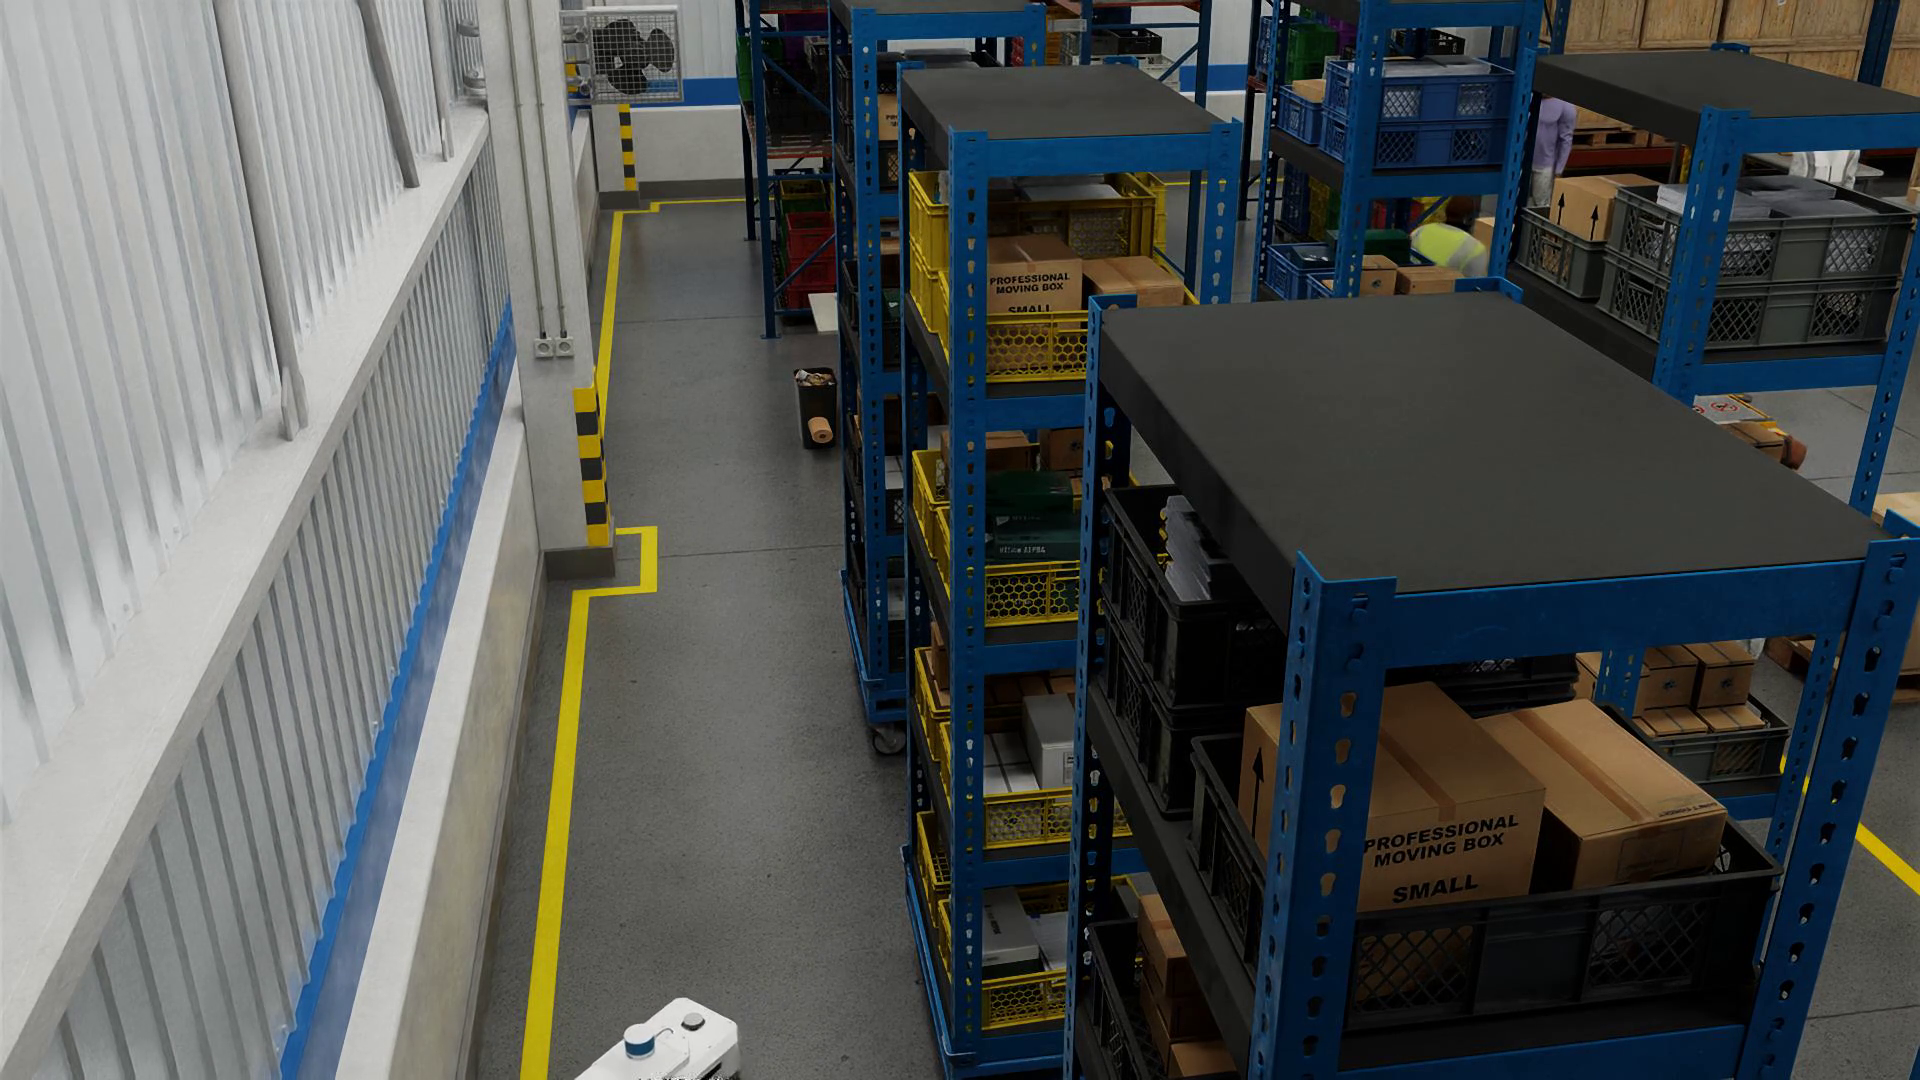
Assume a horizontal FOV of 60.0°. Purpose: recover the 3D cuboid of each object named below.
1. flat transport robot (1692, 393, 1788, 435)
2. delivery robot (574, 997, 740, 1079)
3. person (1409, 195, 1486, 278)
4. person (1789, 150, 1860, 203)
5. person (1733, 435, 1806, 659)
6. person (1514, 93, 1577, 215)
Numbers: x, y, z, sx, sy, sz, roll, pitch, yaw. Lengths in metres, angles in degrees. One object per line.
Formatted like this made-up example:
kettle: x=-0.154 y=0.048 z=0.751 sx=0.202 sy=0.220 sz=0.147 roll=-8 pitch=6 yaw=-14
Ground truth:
flat transport robot: x=5.224 y=-0.859 z=12.132 sx=1.431 sy=0.197 sz=0.652 roll=-4 pitch=25 yaw=-8
delivery robot: x=-1.085 y=1.885 z=5.723 sx=0.477 sy=0.478 sz=0.707 roll=16 pitch=29 yaw=31
person: x=3.410 y=-1.556 z=11.807 sx=0.513 sy=1.826 sz=0.678 roll=-17 pitch=30 yaw=-32
person: x=7.577 y=-2.927 z=14.725 sx=0.569 sy=1.879 sz=0.351 roll=1 pitch=25 yaw=3
person: x=3.800 y=0.260 z=8.074 sx=0.310 sy=1.640 sz=0.514 roll=-6 pitch=25 yaw=-12
person: x=5.624 y=-3.657 z=16.243 sx=0.372 sy=1.934 sz=0.627 roll=-21 pitch=32 yaw=-38
